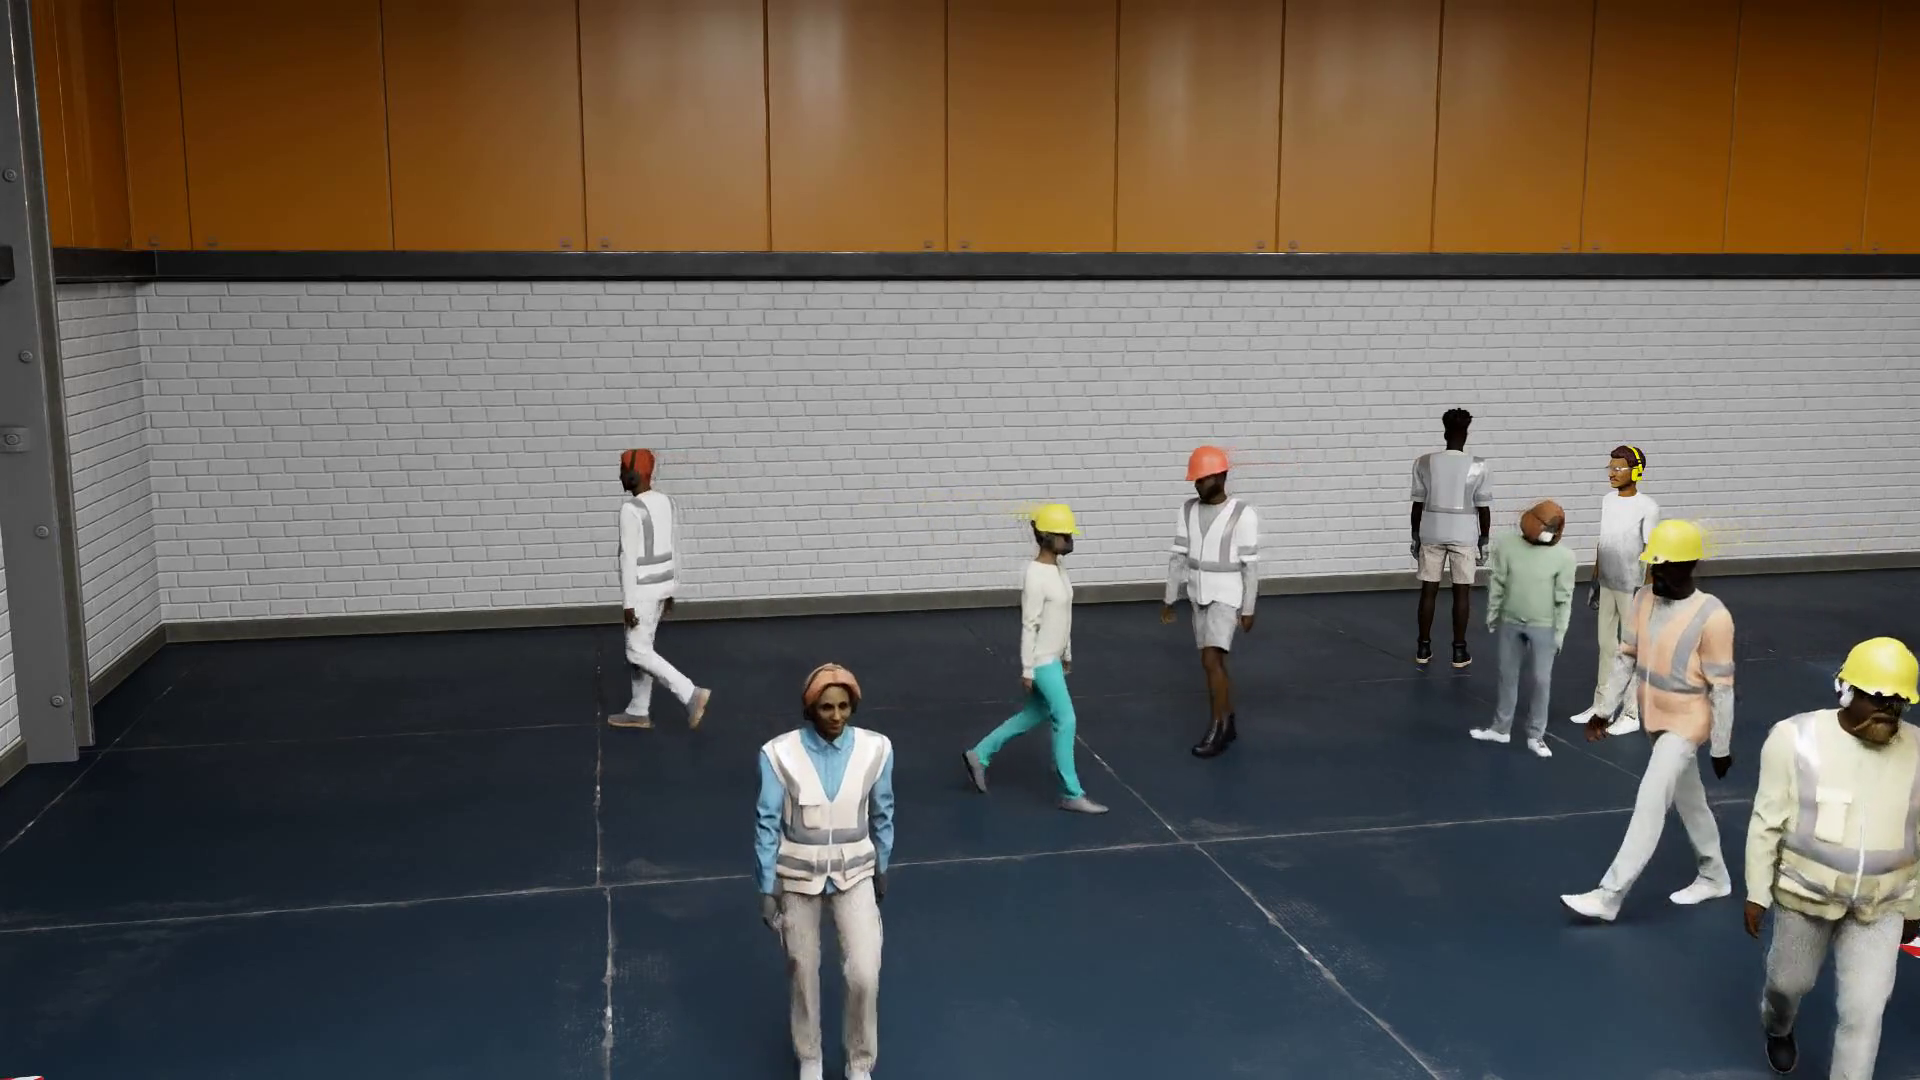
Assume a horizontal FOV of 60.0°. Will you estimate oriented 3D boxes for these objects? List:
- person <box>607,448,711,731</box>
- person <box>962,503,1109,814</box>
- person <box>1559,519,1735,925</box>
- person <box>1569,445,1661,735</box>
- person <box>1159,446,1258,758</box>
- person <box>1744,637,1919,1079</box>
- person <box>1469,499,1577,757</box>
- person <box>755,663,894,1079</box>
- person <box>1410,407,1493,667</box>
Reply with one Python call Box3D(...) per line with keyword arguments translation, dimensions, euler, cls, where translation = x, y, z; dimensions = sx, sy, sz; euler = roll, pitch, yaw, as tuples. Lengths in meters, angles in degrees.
Box3D(translation=(-1.955, 0.338, 10.675), dimensions=(0.742, 1.866, 0.583), euler=(3, 10, 19), cls="person")
Box3D(translation=(0.411, 0.641, 9.225), dimensions=(0.816, 1.735, 0.525), euler=(3, 10, 18), cls="person")
Box3D(translation=(3.228, 0.829, 7.647), dimensions=(1.005, 1.871, 0.608), euler=(-2, 9, -10), cls="person")
Box3D(translation=(4.261, 0.320, 10.746), dimensions=(0.328, 1.873, 0.518), euler=(-4, 10, -21), cls="person")
Box3D(translation=(1.511, 0.376, 10.293), dimensions=(0.733, 1.907, 0.552), euler=(-8, 13, -42), cls="person")
Box3D(translation=(3.031, 1.177, 5.774), dimensions=(0.612, 1.798, 0.835), euler=(3, 10, 17), cls="person")
Box3D(translation=(3.453, 0.526, 10.284), dimensions=(0.656, 1.607, 0.347), euler=(8, 12, 41), cls="person")
Box3D(translation=(-0.471, 1.240, 5.905), dimensions=(0.519, 1.618, 0.563), euler=(-2, 10, -13), cls="person")
Box3D(translation=(3.701, -0.021, 12.571), dimensions=(0.607, 1.958, 0.378), euler=(5, 10, 27), cls="person")
